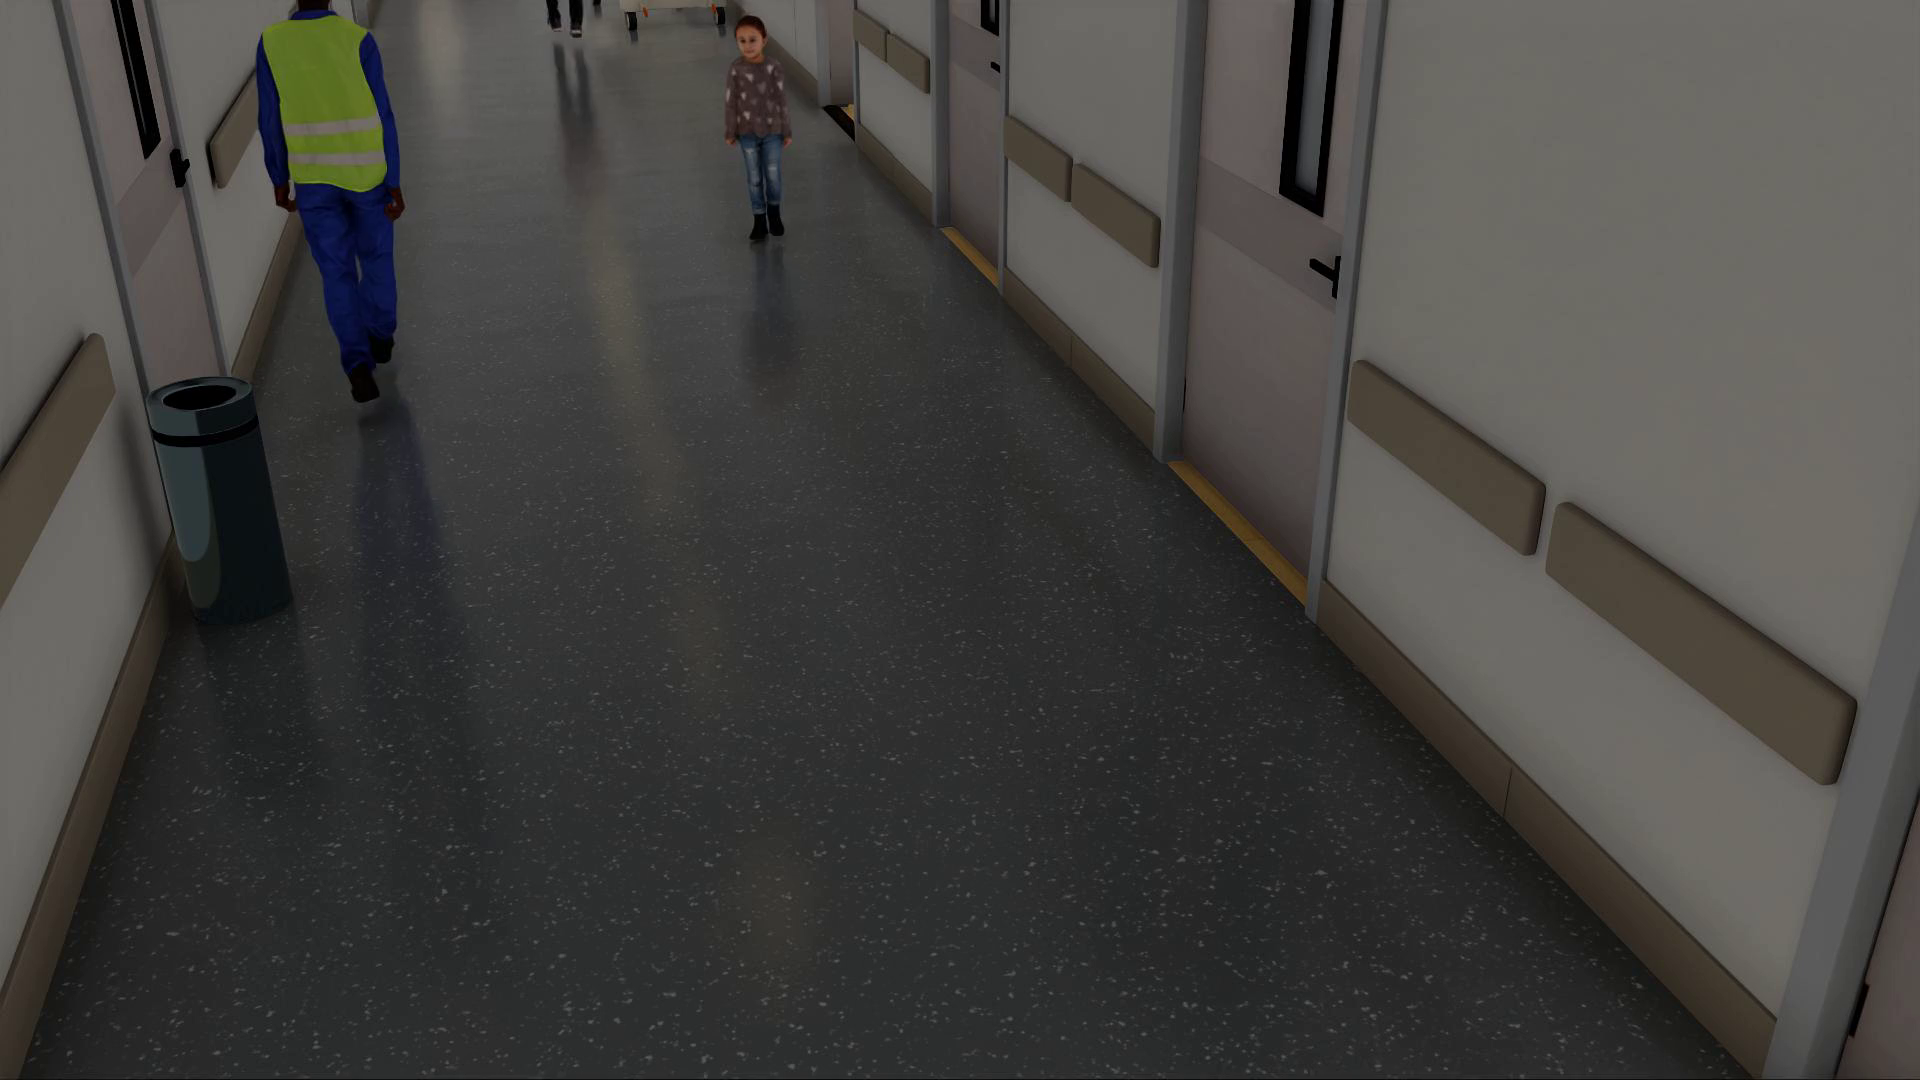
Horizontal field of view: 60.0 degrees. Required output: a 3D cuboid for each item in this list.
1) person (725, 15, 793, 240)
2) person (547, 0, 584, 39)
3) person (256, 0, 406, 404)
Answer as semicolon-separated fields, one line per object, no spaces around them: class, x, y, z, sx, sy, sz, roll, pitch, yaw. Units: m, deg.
person;-1.074;-2.233;9.002;0.474;1.188;0.610;1;26;2
person;-3.553;-5.348;14.800;1.199;1.763;0.773;-10;28;-20
person;-2.474;-1.404;6.610;1.148;1.773;0.789;-8;27;-16
